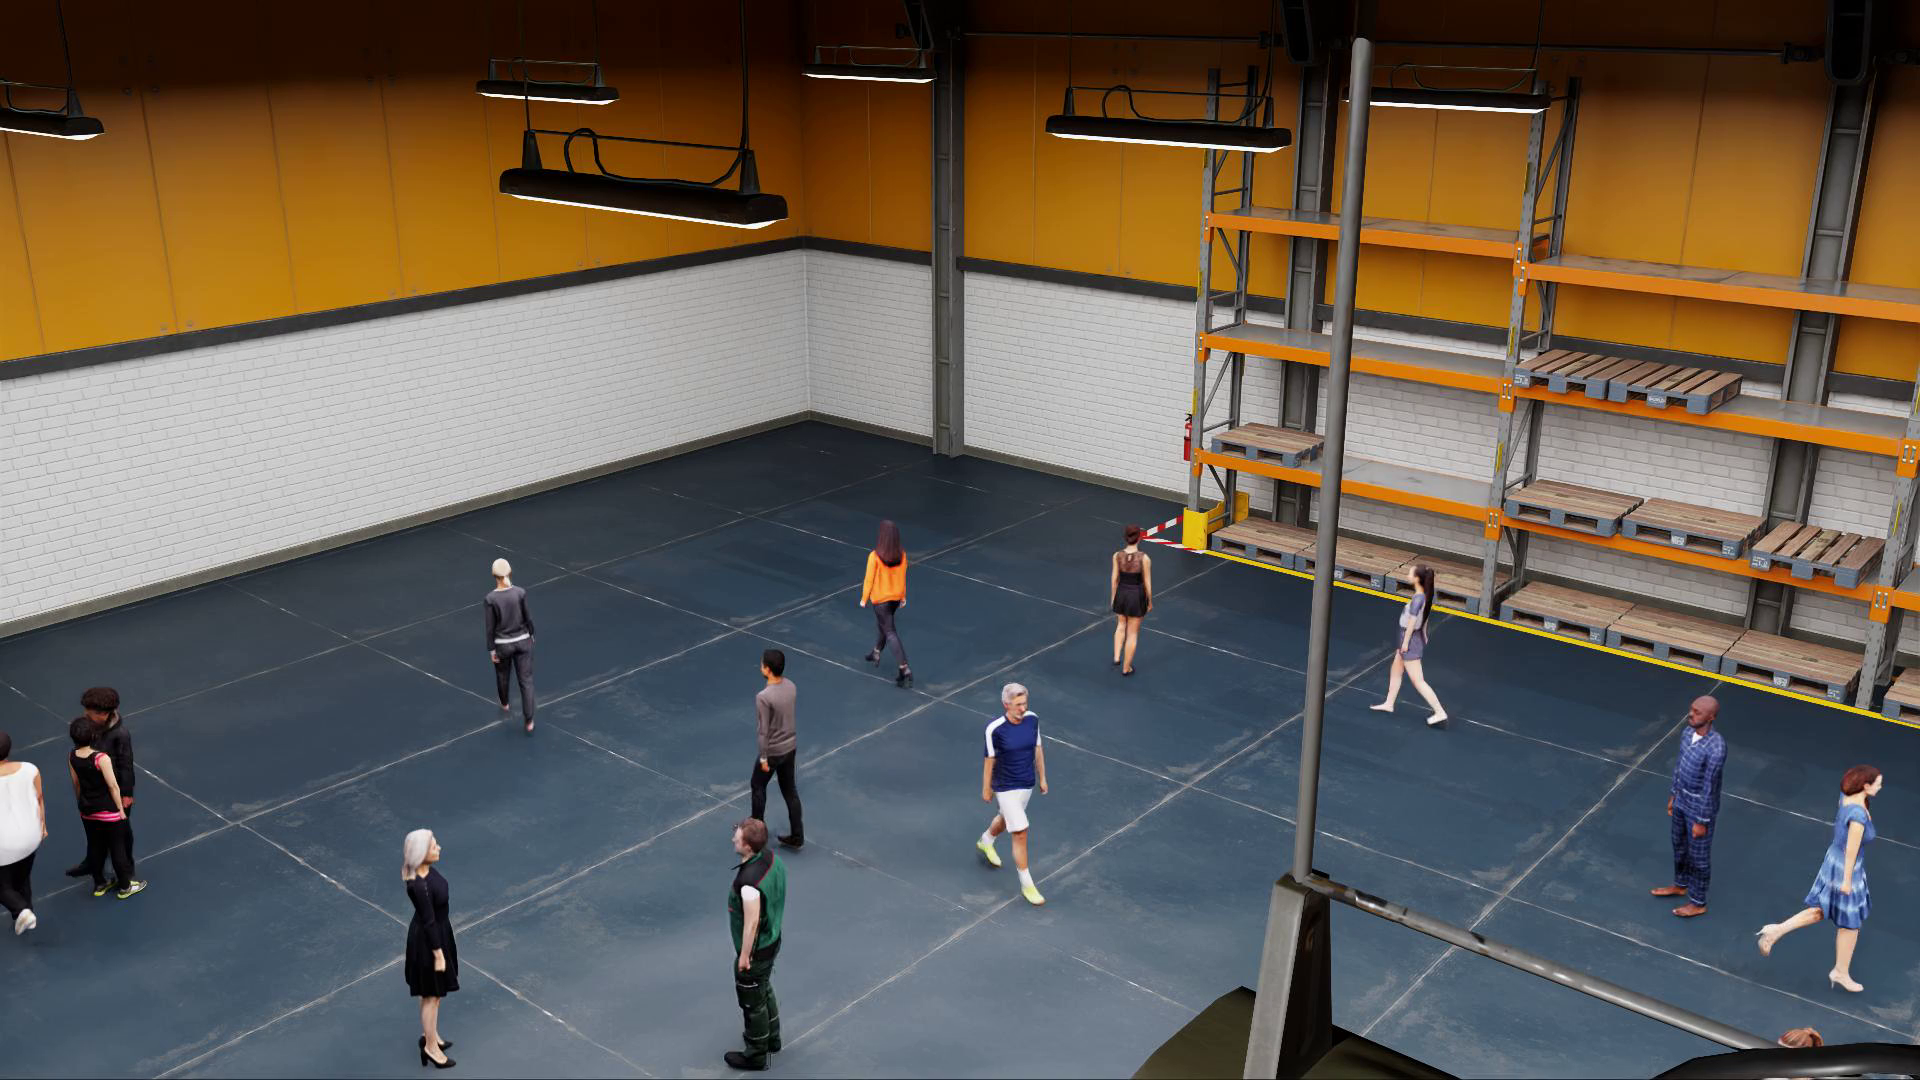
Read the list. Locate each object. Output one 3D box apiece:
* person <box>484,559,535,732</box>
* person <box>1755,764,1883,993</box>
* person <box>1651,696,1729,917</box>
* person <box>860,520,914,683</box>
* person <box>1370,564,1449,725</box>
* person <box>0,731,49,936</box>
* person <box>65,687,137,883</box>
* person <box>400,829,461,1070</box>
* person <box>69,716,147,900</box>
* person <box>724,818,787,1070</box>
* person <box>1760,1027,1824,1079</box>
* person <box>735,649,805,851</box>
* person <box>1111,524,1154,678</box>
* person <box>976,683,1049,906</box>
[{"bbox_3d":[-4.337,1.045,16.179,0.987,1.678,1.191,-6,20,-18],"label":"person"},{"bbox_3d":[6.238,2.421,11.930,1.089,1.782,0.905,5,19,14],"label":"person"},{"bbox_3d":[5.752,2.046,12.995,0.801,1.814,0.729,-3,19,-8],"label":"person"},{"bbox_3d":[-0.707,0.671,17.245,0.707,1.707,1.113,-16,25,-40],"label":"person"},{"bbox_3d":[4.518,1.044,16.280,1.062,1.616,0.747,9,21,26],"label":"person"},{"bbox_3d":[-7.196,2.252,12.613,0.756,1.668,0.671,13,23,34],"label":"person"},{"bbox_3d":[-6.846,1.976,13.315,0.799,1.743,0.991,7,20,19],"label":"person"},{"bbox_3d":[-3.533,2.716,11.119,0.764,1.741,0.665,-7,20,-19],"label":"person"},{"bbox_3d":[-6.834,2.111,13.212,0.570,1.553,0.674,4,19,13],"label":"person"},{"bbox_3d":[-1.360,2.671,11.092,0.790,1.845,0.770,5,19,14],"label":"person"},{"bbox_3d":[4.453,3.409,9.101,0.791,1.716,0.697,-6,20,-18],"label":"person"},{"bbox_3d":[-1.453,1.778,13.896,0.703,1.746,0.901,15,24,37],"label":"person"},{"bbox_3d":[1.750,0.656,17.353,0.618,1.667,0.699,10,21,26],"label":"person"},{"bbox_3d":[0.371,1.942,13.337,0.838,1.792,1.262,-14,23,-35],"label":"person"}]
